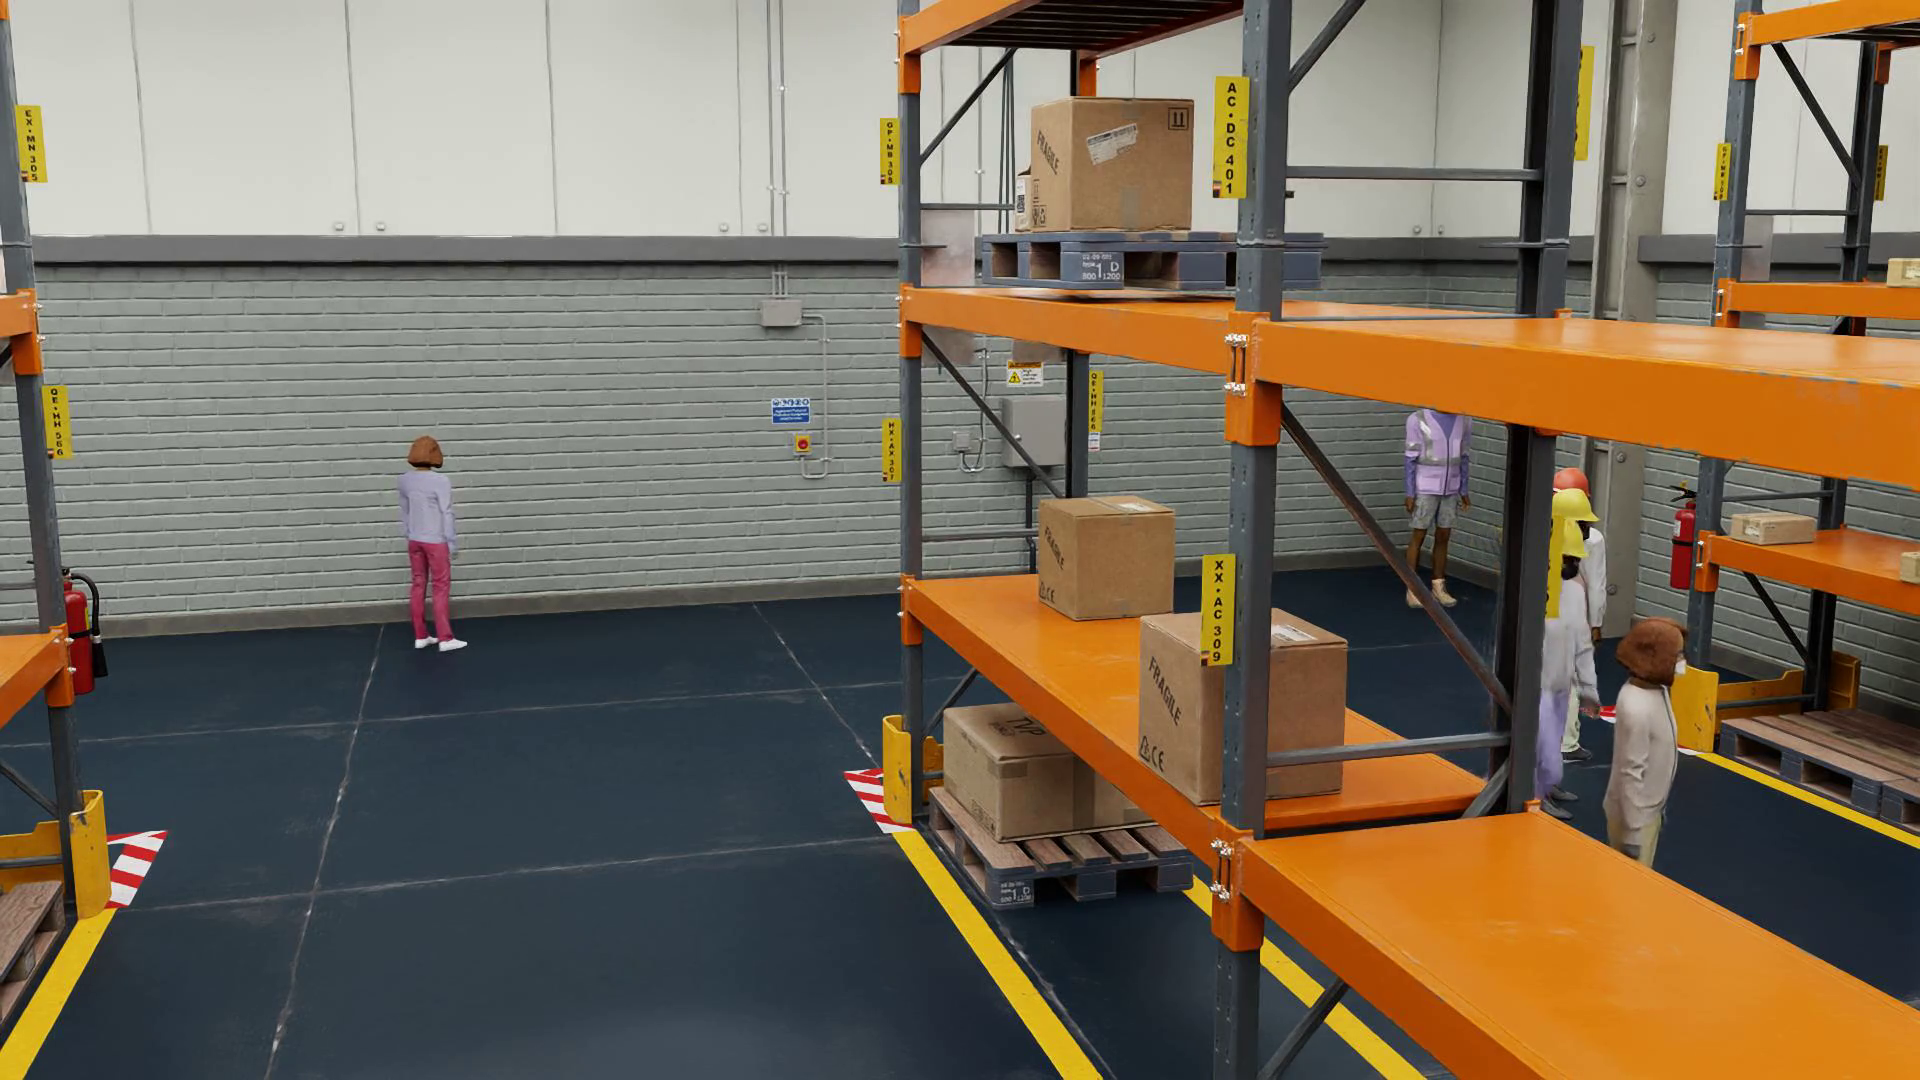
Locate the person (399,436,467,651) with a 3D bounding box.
[{"bbox_3d":[-4.015,0.028,12.595,0.501,1.632,0.287,5,11,27],"label":"person"}]

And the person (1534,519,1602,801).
[{"bbox_3d":[2.851,0.758,8.076,0.527,1.750,0.390,-8,13,-39],"label":"person"}]

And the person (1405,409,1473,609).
[{"bbox_3d":[4.045,-0.435,14.044,0.609,2.044,0.395,-2,10,-14],"label":"person"}]

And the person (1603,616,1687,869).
[{"bbox_3d":[2.664,1.088,6.559,0.284,1.625,0.500,6,12,30],"label":"person"}]

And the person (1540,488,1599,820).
[{"bbox_3d":[3.225,0.598,8.946,0.308,1.769,0.524,5,11,26],"label":"person"}]
